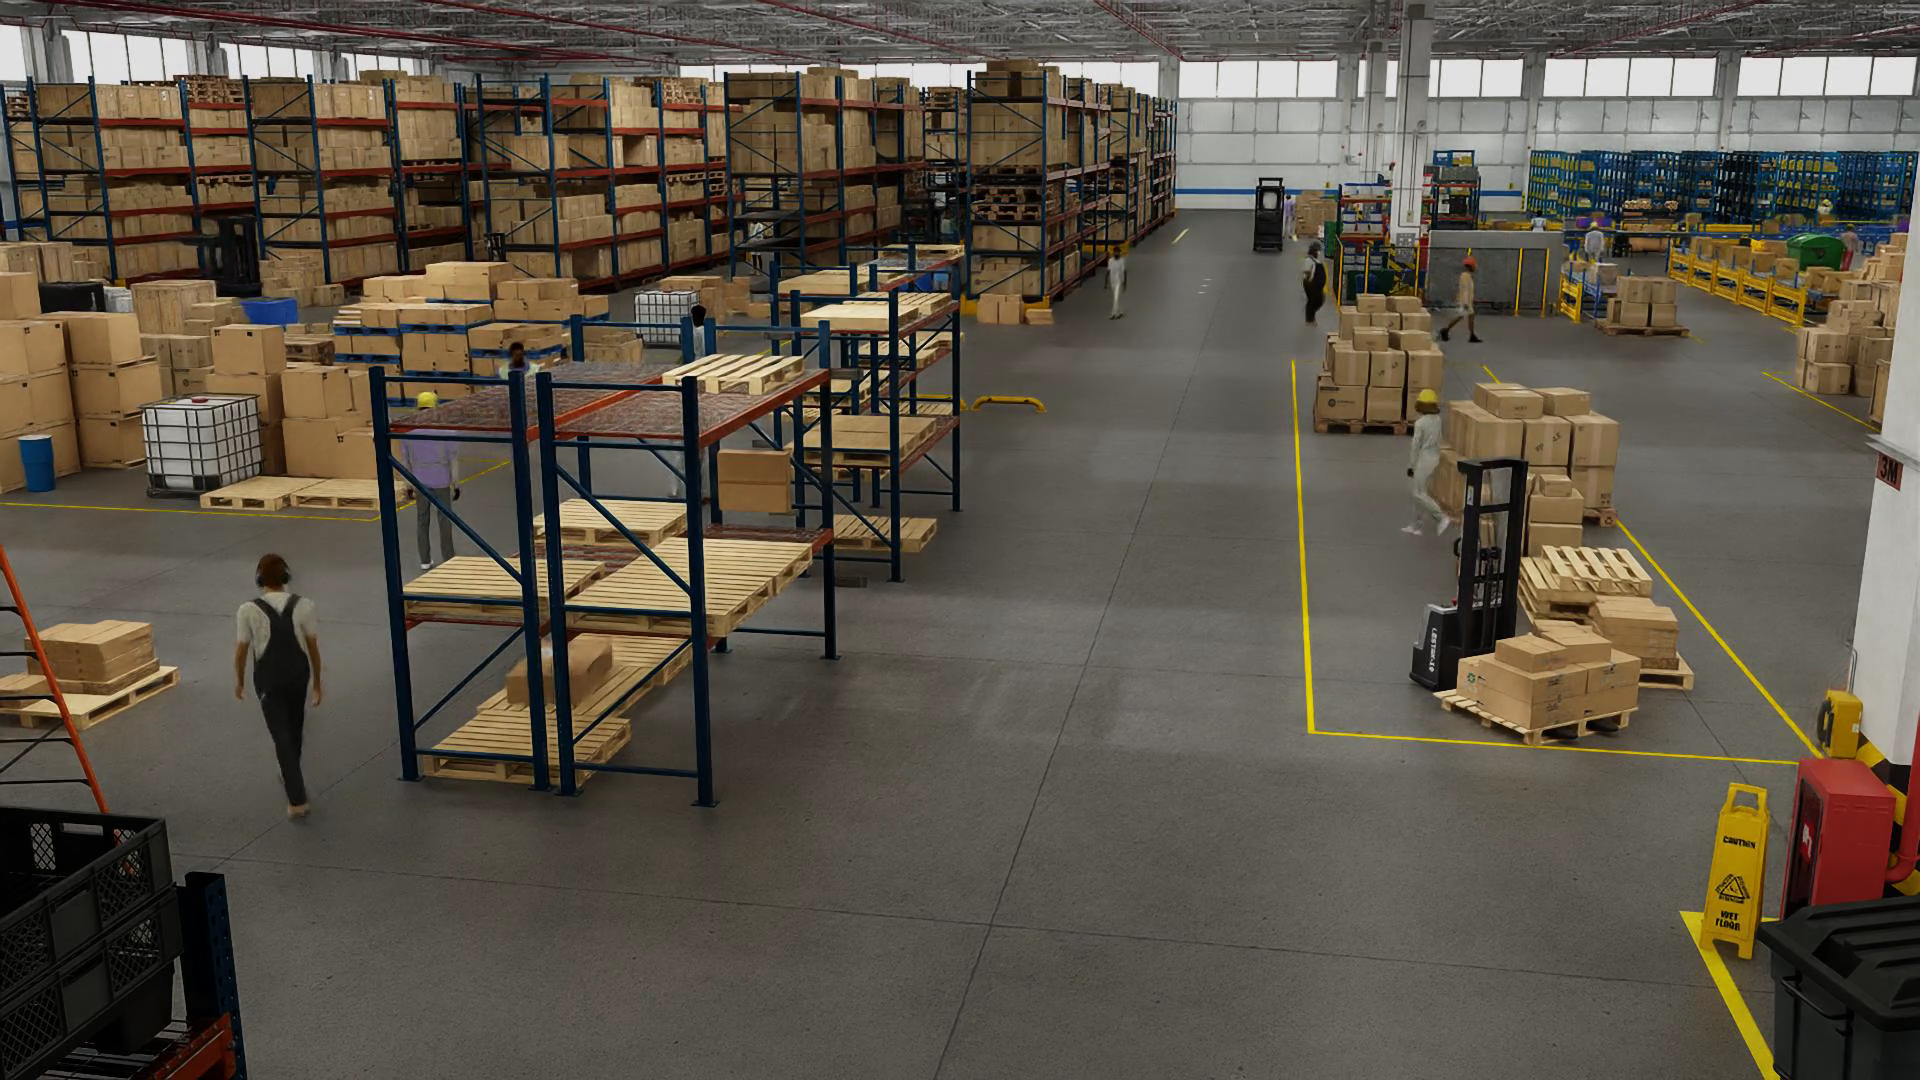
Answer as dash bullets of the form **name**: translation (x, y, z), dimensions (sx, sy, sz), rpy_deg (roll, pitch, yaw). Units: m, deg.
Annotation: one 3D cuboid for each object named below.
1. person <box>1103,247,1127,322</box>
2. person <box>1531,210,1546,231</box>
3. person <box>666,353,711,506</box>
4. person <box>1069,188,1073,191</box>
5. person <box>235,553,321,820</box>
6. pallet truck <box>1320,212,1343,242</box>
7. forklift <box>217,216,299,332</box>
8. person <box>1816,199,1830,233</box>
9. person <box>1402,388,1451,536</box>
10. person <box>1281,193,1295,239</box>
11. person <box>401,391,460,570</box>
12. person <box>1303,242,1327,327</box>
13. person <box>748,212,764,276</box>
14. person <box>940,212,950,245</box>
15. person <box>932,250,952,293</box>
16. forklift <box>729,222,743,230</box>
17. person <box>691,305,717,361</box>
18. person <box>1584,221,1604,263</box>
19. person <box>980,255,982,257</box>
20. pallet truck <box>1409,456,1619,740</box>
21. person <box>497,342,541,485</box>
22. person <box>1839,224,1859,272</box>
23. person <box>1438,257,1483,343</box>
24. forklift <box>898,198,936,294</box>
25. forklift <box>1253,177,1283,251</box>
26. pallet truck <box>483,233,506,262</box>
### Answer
- **person**: translation (3.879, -6.356, 41.189), dimensions (0.519, 1.831, 0.958), rpy_deg (9, 17, 33)
- **person**: translation (21.791, -11.584, 62.705), dimensions (0.547, 1.687, 0.325), rpy_deg (3, 14, 13)
- **person**: translation (-3.375, -1.369, 20.710), dimensions (0.632, 1.942, 0.391), rpy_deg (8, 16, 31)
- **person**: translation (5.531, -16.786, 83.507), dimensions (0.643, 1.833, 0.451), rpy_deg (3, 14, 11)
- **person**: translation (-4.663, 0.989, 11.443), dimensions (0.532, 1.802, 0.987), rpy_deg (-9, 16, -32)
- **pallet truck**: translation (15.874, -13.227, 70.310), dimensions (0.680, 1.201, 1.601), rpy_deg (10, 17, 35)
- **forklift**: translation (-15.258, -5.478, 35.444), dimensions (1.873, 2.768, 1.129), rpy_deg (3, 14, 10)
- **person**: translation (35.688, -13.151, 68.750), dimensions (0.404, 1.834, 0.591), rpy_deg (-6, 15, -24)
- **person**: translation (5.397, -0.873, 19.110), dimensions (0.490, 1.728, 0.608), rpy_deg (-13, 19, -43)
- **person**: translation (14.241, -14.081, 72.310), dimensions (0.637, 1.938, 0.355), rpy_deg (4, 14, 14)
- **person**: translation (-5.618, -0.624, 17.731), dimensions (0.582, 1.919, 0.400), rpy_deg (-1, 14, -4)
- **person**: translation (8.491, -6.124, 39.796), dimensions (0.538, 2.000, 0.689), rpy_deg (10, 17, 36)
- **person**: translation (-6.598, -9.531, 53.642), dimensions (0.615, 2.042, 0.386), rpy_deg (11, 18, 39)
- **person**: translation (-0.579, -11.453, 62.296), dimensions (0.402, 1.617, 0.533), rpy_deg (11, 18, 38)
- **person**: translation (-0.487, -6.778, 43.198), dimensions (0.542, 1.684, 0.566), rpy_deg (1, 14, 4)
- **forklift**: translation (-9.805, -14.229, 70.975), dimensions (1.129, 2.768, 1.873), rpy_deg (3, 14, 10)
- **person**: translation (-4.037, -2.697, 26.065), dimensions (0.379, 1.958, 0.606), rpy_deg (9, 16, 31)
- **person**: translation (20.061, -9.170, 52.645), dimensions (0.589, 1.805, 0.775), rpy_deg (3, 14, 12)
- **person**: translation (0.842, -9.278, 53.307), dimensions (0.541, 1.696, 0.315), rpy_deg (-8, 16, -29)
- **pallet truck**: translation (4.504, 0.400, 13.395), dimensions (0.823, 1.965, 1.885), rpy_deg (-6, 15, -23)
- **person**: translation (-5.884, -1.731, 22.311), dimensions (0.592, 1.877, 0.961), rpy_deg (-8, 16, -29)
- **person**: translation (28.231, -9.177, 52.876), dimensions (0.609, 1.703, 0.912), rpy_deg (10, 17, 35)
- **person**: translation (11.132, -5.319, 36.820), dimensions (0.912, 1.906, 0.556), rpy_deg (5, 15, 20)
- **forklift**: translation (-1.145, -7.856, 45.100), dimensions (1.129, 2.768, 1.873), rpy_deg (3, 14, 10)
- **forklift**: translation (12.083, -12.747, 64.956), dimensions (1.129, 2.768, 1.873), rpy_deg (3, 14, 10)
- **pallet truck**: translation (-11.832, -7.026, 43.548), dimensions (1.885, 1.965, 0.823), rpy_deg (8, 16, 28)
